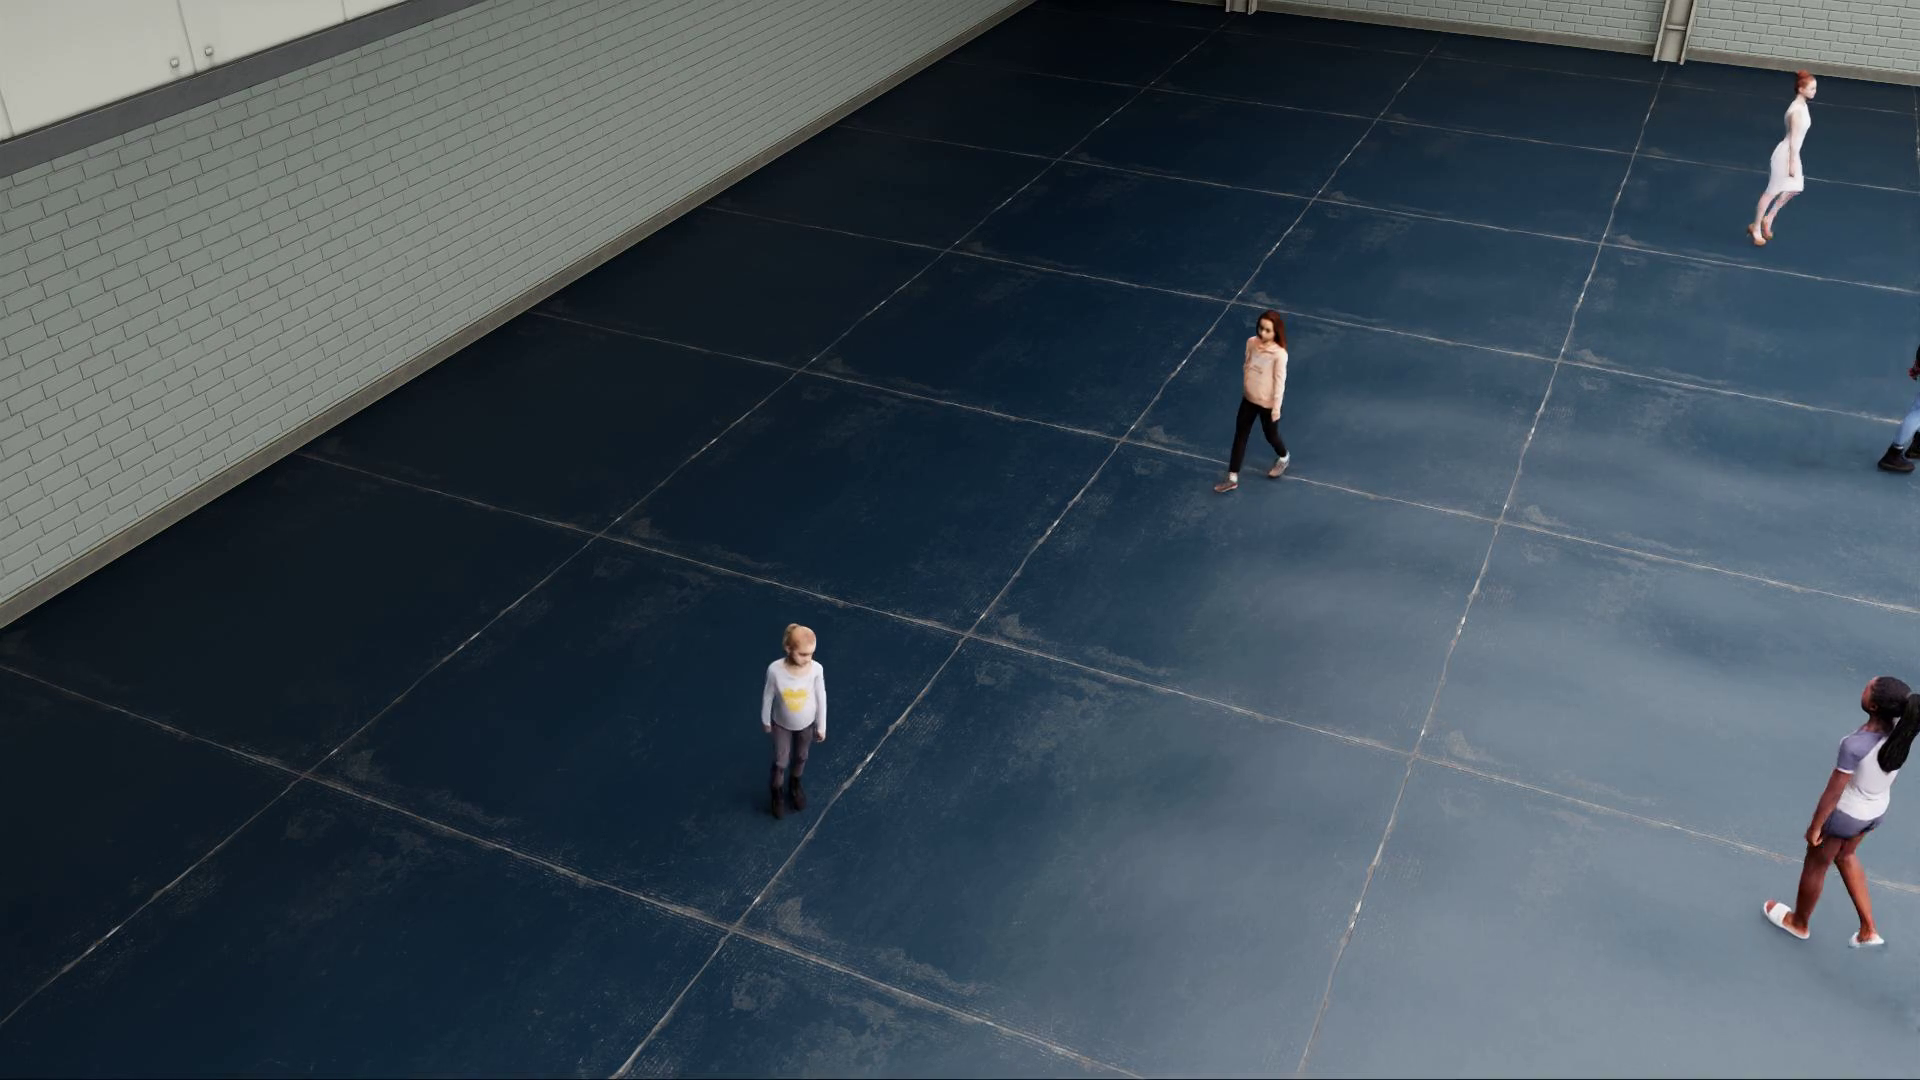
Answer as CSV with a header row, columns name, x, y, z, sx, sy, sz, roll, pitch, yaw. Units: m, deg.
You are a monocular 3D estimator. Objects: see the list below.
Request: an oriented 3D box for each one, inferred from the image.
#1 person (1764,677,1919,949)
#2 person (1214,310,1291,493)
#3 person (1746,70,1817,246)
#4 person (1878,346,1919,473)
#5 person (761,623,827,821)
name,x,y,z,sx,sy,sz,roll,pitch,yaw
person,4.524,1.431,8.341,0.894,1.713,0.972,-14,35,-21
person,2.325,-1.060,12.537,0.895,1.450,1.007,-25,40,-33
person,8.103,-3.779,16.536,0.695,1.782,0.653,25,40,34
person,7.342,-1.276,12.655,0.840,1.689,0.758,-1,32,-1
person,-0.964,1.005,9.443,0.607,1.258,0.678,1,32,1
